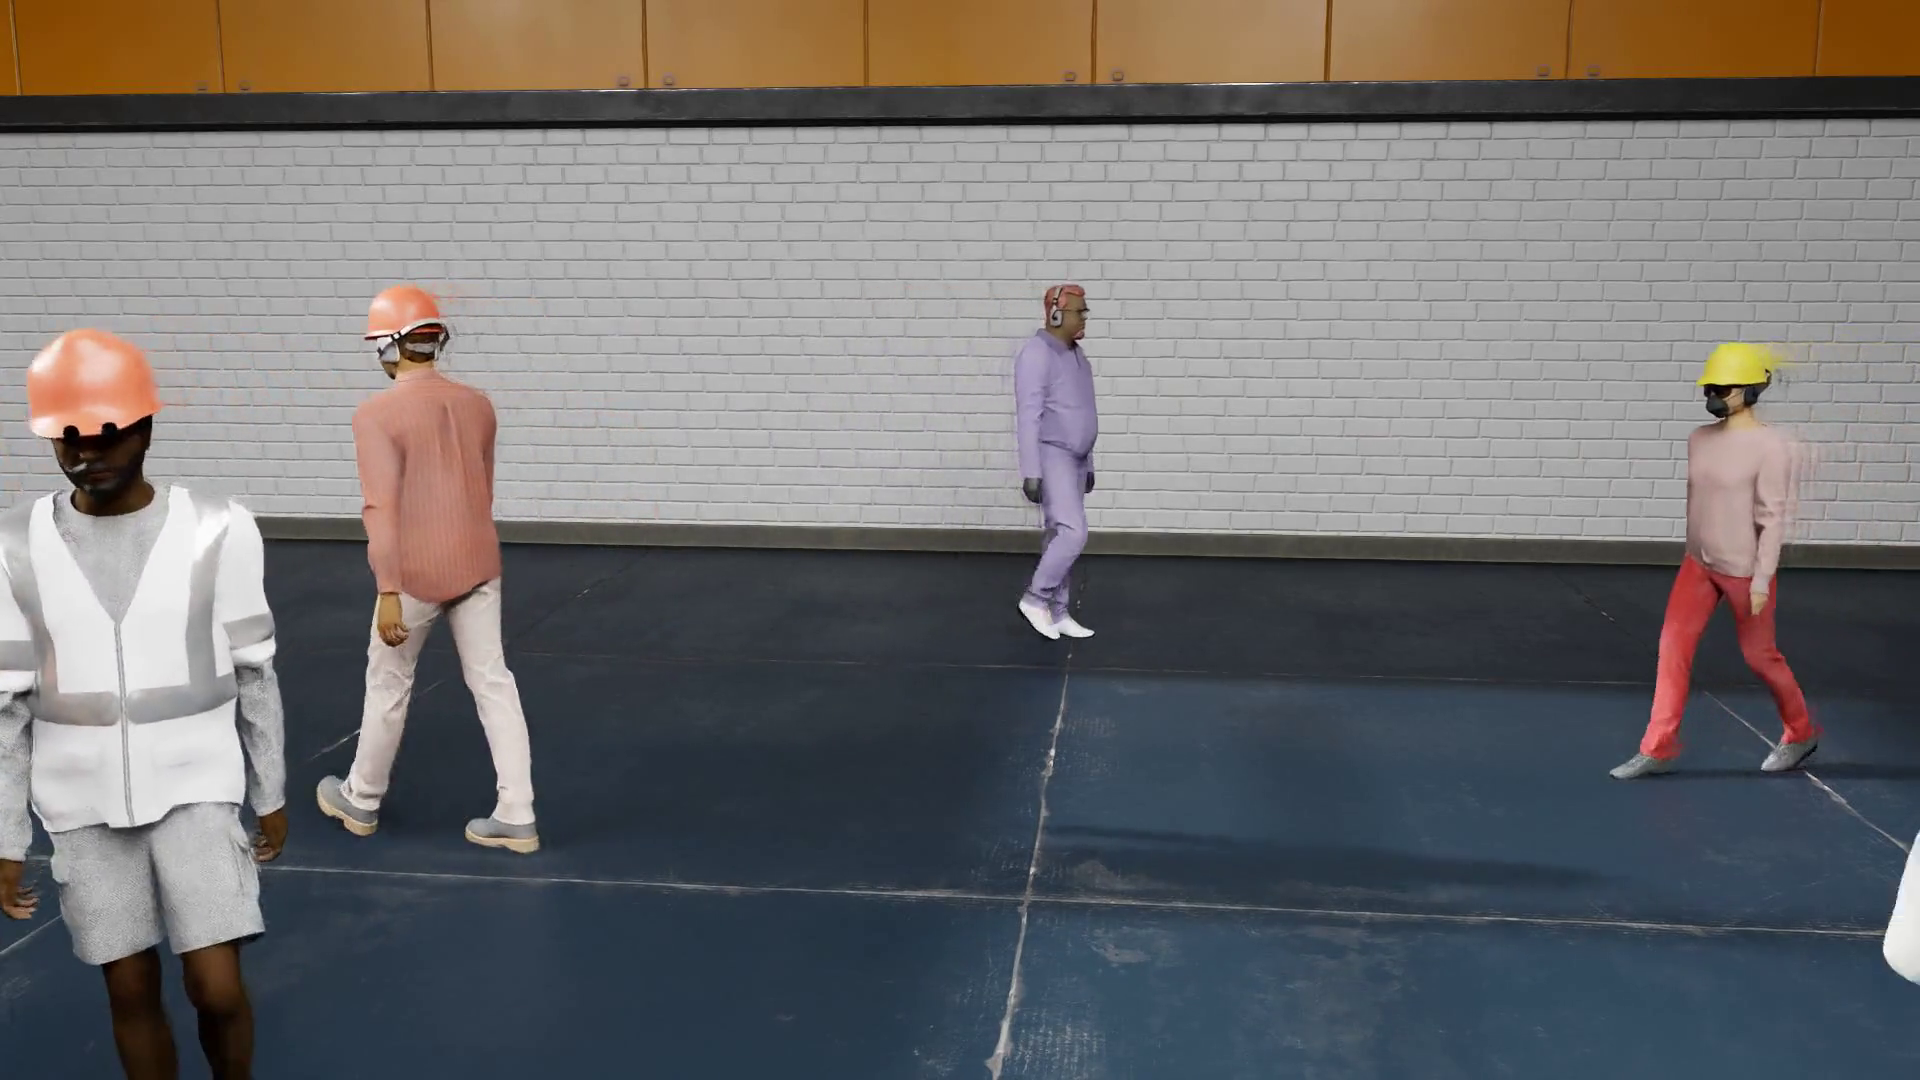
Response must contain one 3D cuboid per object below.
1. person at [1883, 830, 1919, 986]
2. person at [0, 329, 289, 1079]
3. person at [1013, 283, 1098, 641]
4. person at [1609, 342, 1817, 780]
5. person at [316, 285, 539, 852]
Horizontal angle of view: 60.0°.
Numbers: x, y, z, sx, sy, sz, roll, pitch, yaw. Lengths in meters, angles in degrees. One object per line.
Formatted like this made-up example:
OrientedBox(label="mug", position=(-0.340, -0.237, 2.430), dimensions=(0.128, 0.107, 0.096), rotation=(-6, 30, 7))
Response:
OrientedBox(label="person", position=(2.275, 0.648, 3.611), dimensions=(0.473, 1.617, 0.505), rotation=(1, 10, 4))
OrientedBox(label="person", position=(-1.671, 0.538, 3.375), dimensions=(0.556, 1.916, 0.436), rotation=(-4, 11, -19))
OrientedBox(label="person", position=(0.550, -0.397, 8.786), dimensions=(0.432, 1.894, 0.670), rotation=(5, 11, 26))
OrientedBox(label="person", position=(3.040, 0.090, 6.494), dimensions=(0.883, 1.728, 0.532), rotation=(-3, 10, -18))
OrientedBox(label="person", position=(-1.884, 0.104, 5.788), dimensions=(0.975, 1.943, 0.677), rotation=(6, 12, 32))
